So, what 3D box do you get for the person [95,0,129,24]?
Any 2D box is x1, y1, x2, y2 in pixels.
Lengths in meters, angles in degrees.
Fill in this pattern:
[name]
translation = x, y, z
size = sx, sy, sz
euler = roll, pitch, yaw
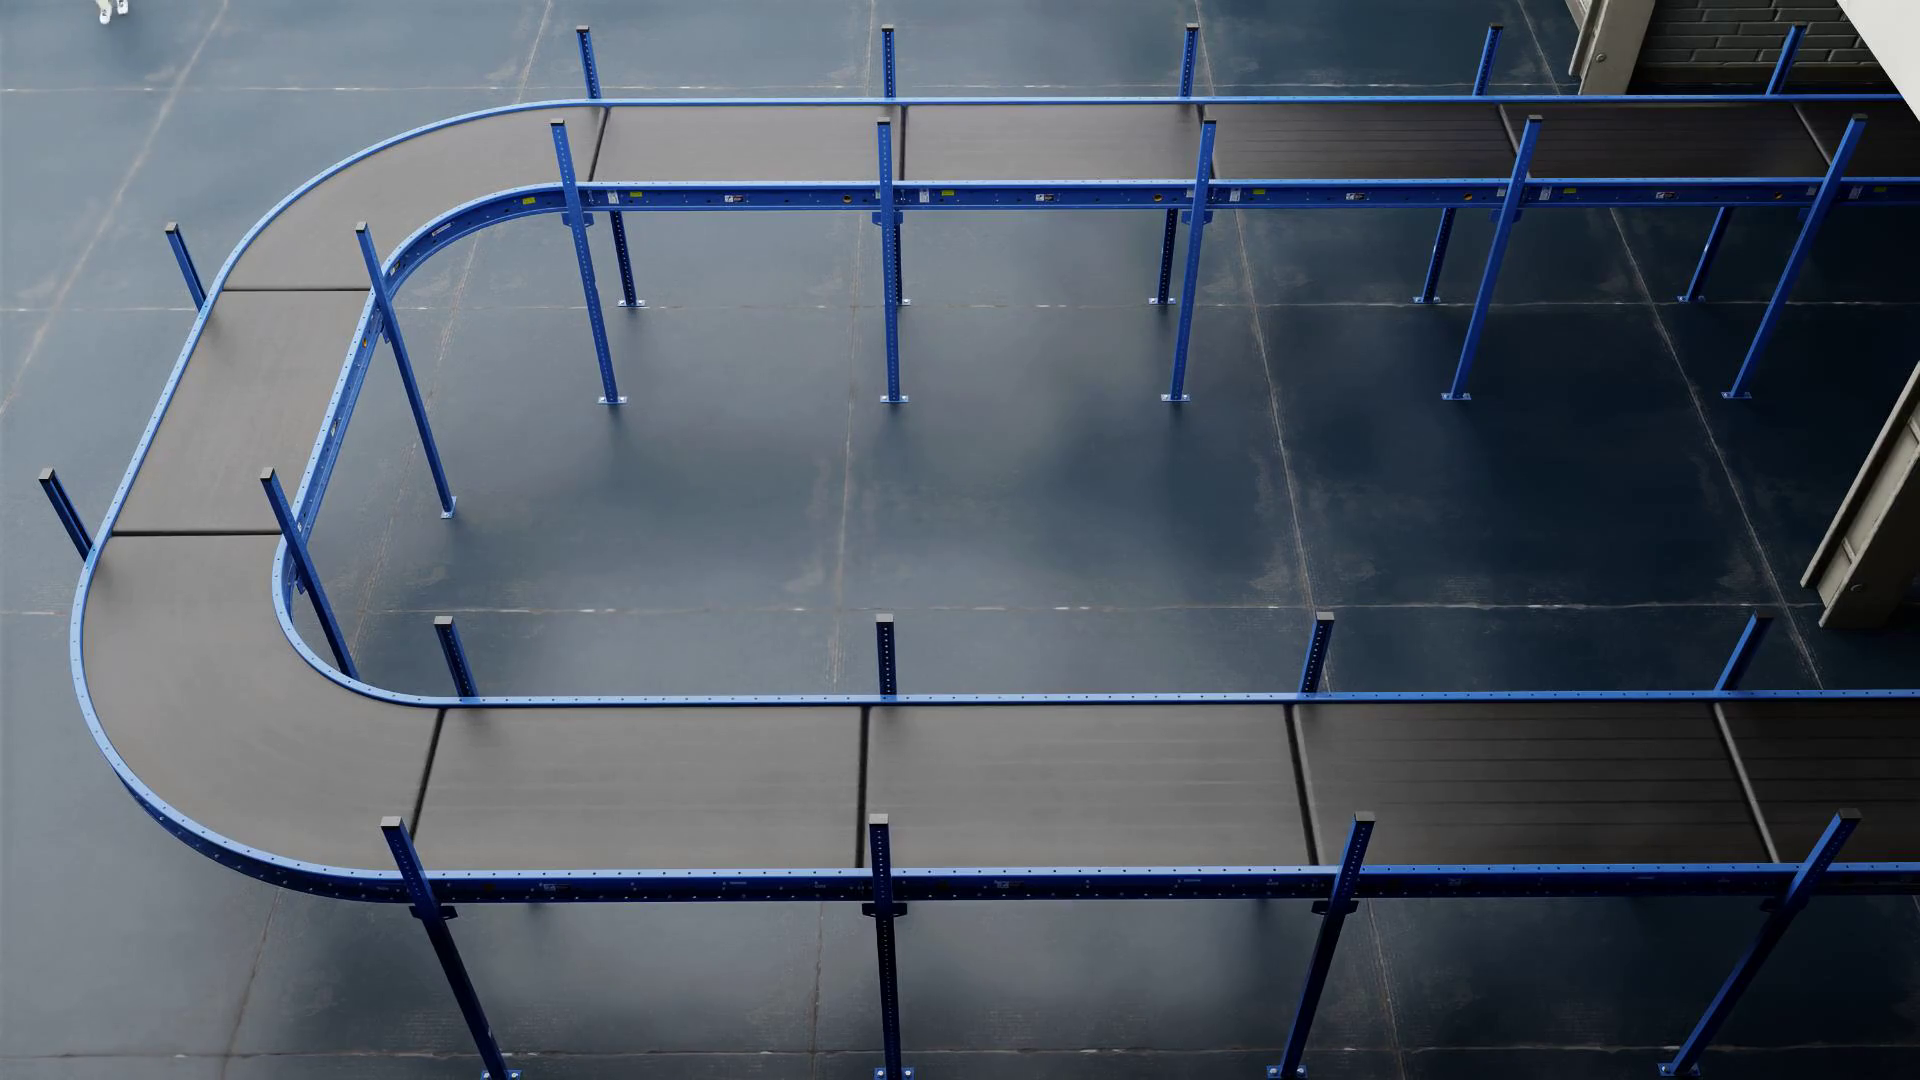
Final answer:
[person]
translation = -7.699, -5.353, 15.159
size = 0.523, 1.613, 0.557
euler = -11, 48, -10
